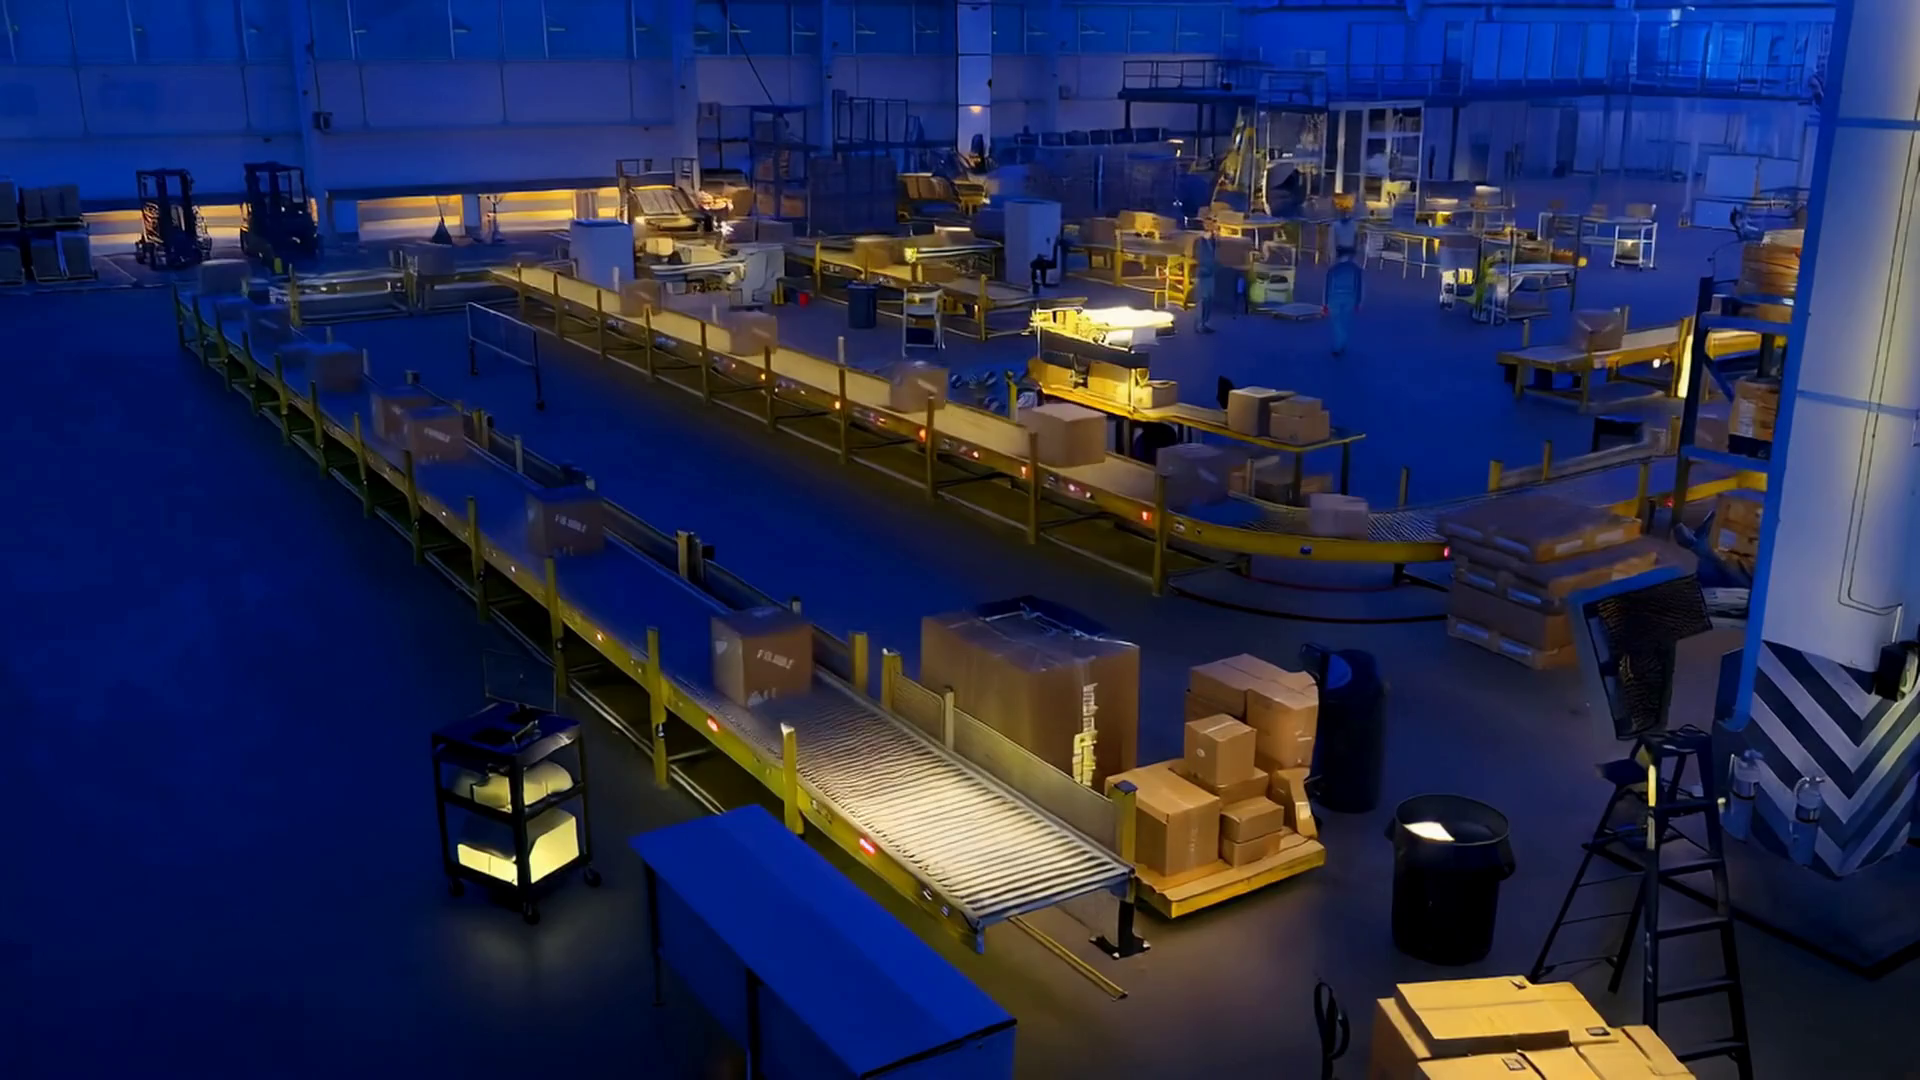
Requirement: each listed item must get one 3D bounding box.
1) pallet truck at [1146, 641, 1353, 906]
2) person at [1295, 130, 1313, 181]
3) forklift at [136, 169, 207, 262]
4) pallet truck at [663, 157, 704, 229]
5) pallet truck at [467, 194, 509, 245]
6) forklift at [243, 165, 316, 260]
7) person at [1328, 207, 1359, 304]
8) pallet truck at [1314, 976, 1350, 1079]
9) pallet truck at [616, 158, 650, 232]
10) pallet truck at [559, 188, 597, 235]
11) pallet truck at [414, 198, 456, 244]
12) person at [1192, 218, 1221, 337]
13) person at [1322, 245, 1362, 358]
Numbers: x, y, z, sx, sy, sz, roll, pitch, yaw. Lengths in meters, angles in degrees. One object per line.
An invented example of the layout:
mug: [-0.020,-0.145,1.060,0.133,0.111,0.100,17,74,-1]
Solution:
pallet truck: [1.664,1.407,10.232,1.630,1.274,0.653,-10,20,-31]
person: [12.679,-14.094,60.961,0.511,1.812,0.924,-7,18,-22]
forklift: [-17.842,-7.318,37.559,1.157,1.987,2.680,-10,20,-31]
pallet truck: [-7.586,-9.308,44.692,0.823,1.965,1.885,-11,20,-33]
pallet truck: [-11.983,-8.177,42.137,0.704,1.261,1.522,-11,20,-33]
forklift: [-15.898,-7.669,38.708,1.157,1.987,2.680,-11,20,-33]
person: [7.466,-5.514,32.309,0.665,1.851,0.994,-2,17,-8]
pallet truck: [2.299,2.390,7.086,1.601,1.201,0.680,-2,17,-7]
pallet truck: [-8.918,-9.176,44.255,0.823,1.965,1.885,-9,19,-27]
pallet truck: [-10.010,-8.652,43.699,0.653,1.274,1.630,-10,20,-31]
pallet truck: [-13.250,-8.060,41.856,0.680,1.201,1.601,-10,20,-31]
person: [4.287,-4.546,28.789,0.607,2.033,0.403,-12,20,-34]
person: [6.144,-3.885,26.976,0.624,1.803,0.762,-1,17,-5]
